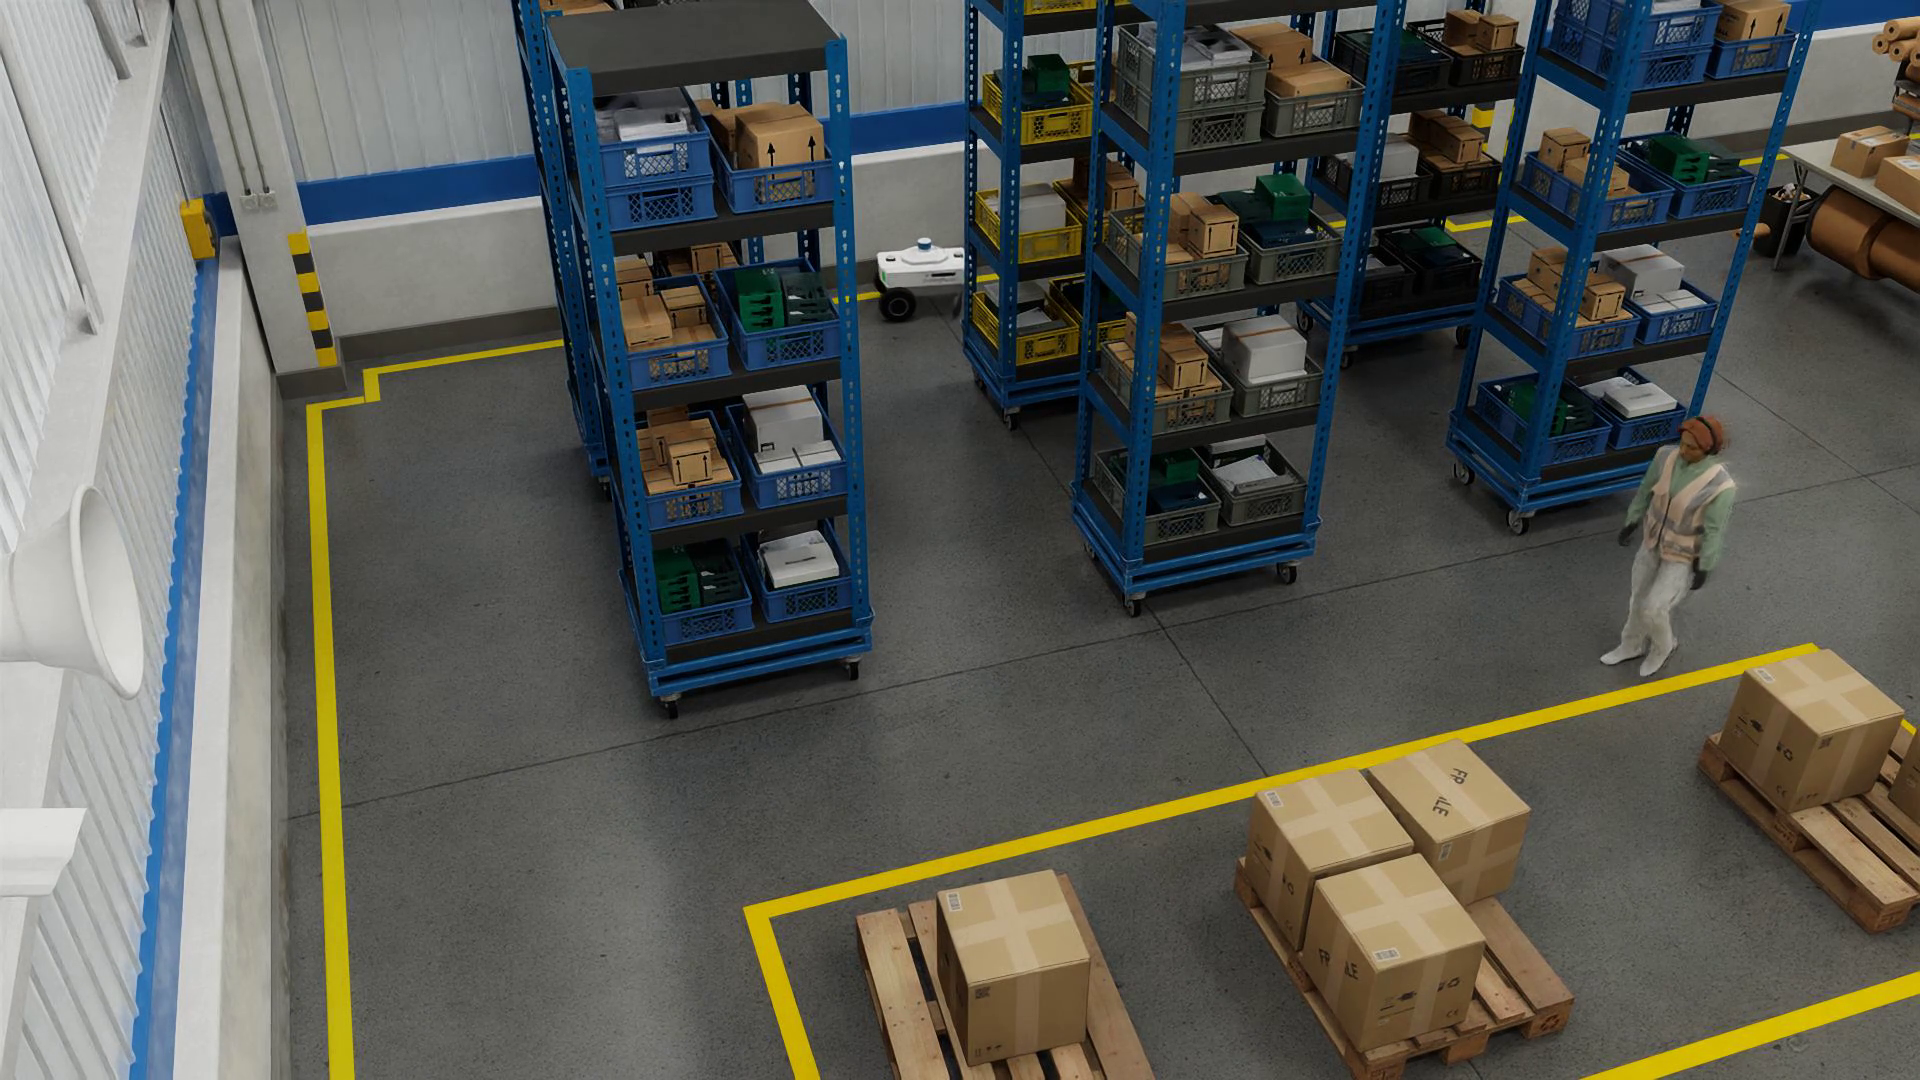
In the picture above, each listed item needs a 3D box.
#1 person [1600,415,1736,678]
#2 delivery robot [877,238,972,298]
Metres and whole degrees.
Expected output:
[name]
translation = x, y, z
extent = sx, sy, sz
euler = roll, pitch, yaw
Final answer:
[person]
translation = 3.735, 0.043, 8.796
extent = 0.375, 1.627, 0.548
euler = -14, 37, -18
[delivery robot]
translation = -0.266, -2.054, 12.621
extent = 0.707, 0.478, 0.477
euler = -5, 35, -7
